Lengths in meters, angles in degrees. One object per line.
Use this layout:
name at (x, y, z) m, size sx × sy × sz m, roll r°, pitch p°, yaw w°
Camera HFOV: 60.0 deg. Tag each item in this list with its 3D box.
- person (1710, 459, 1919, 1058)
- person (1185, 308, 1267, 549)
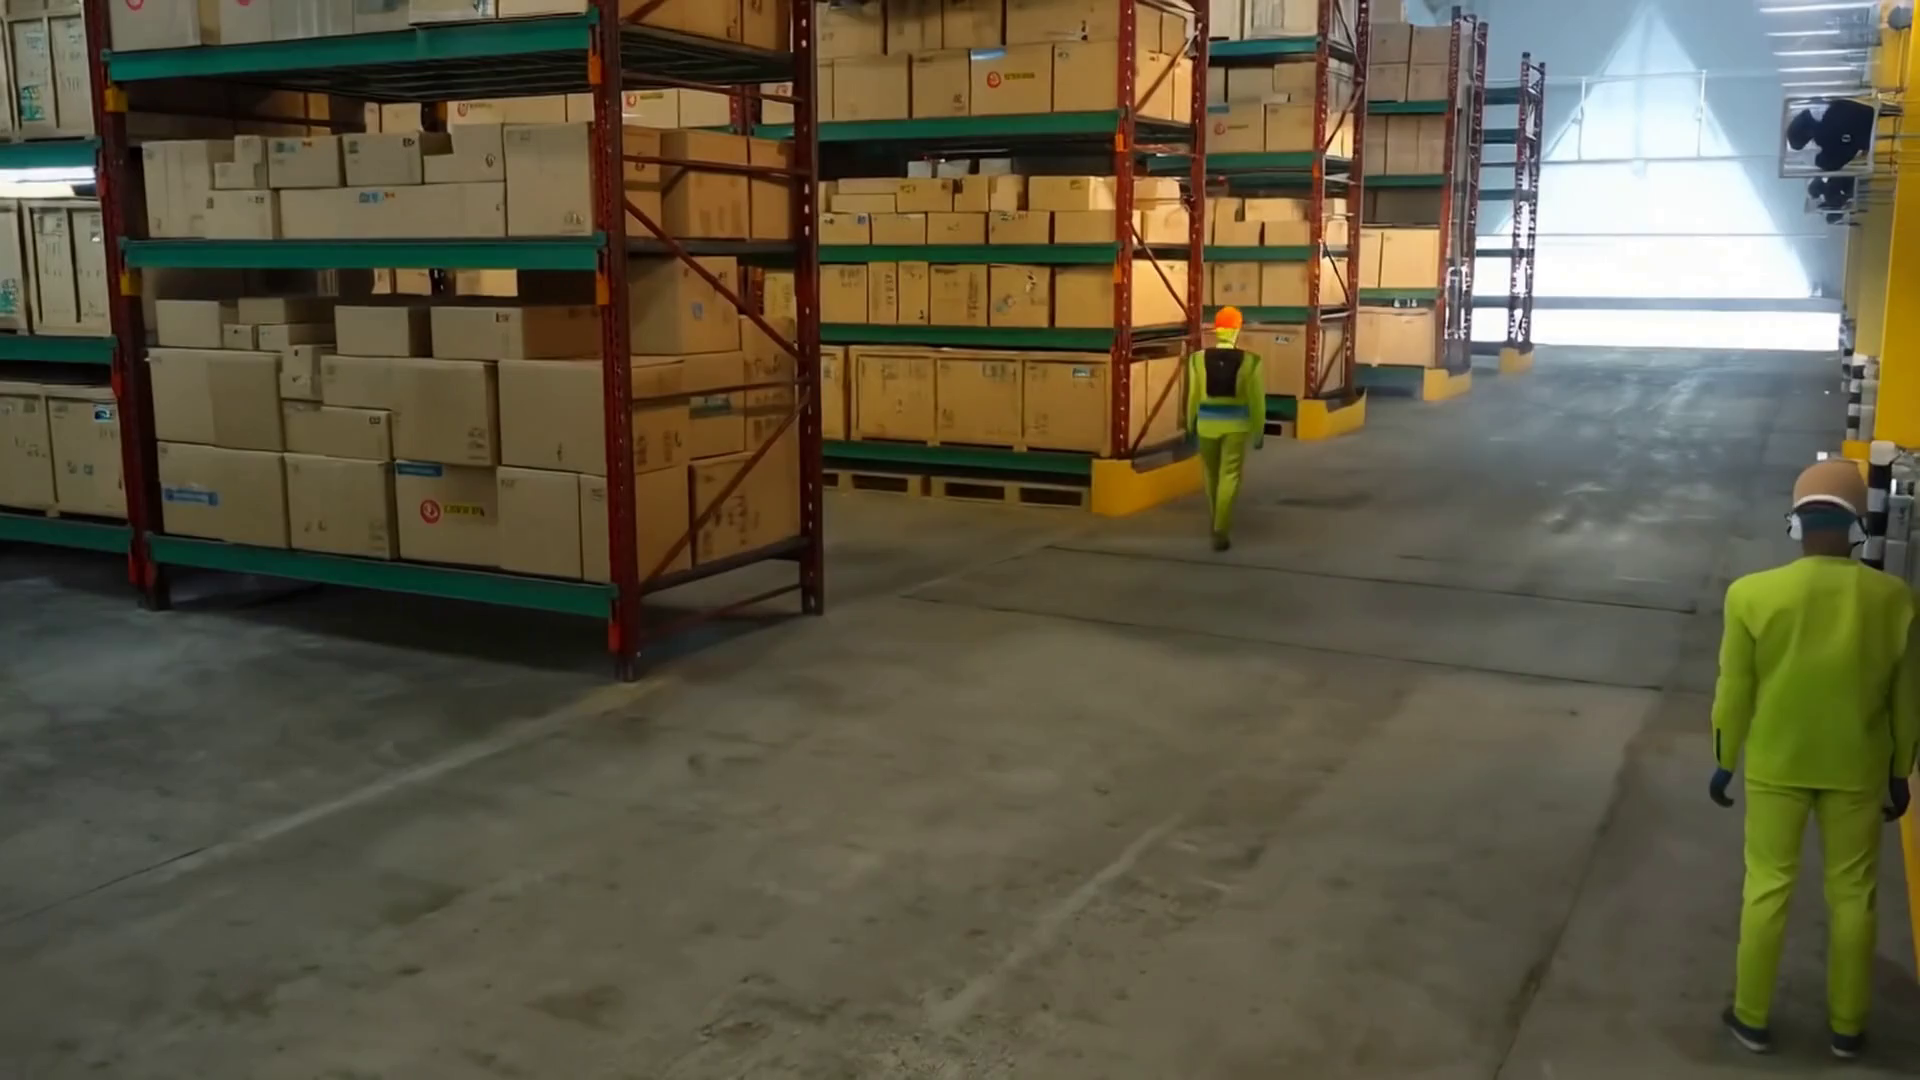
person at (2.484, 0.635, 4.850) m, size 0.560 × 1.744 × 0.338 m, roll 3°, pitch 10°, yaw 16°
person at (2.137, -0.902, 13.349) m, size 0.635 × 1.889 × 1.016 m, roll 4°, pitch 10°, yaw 20°
